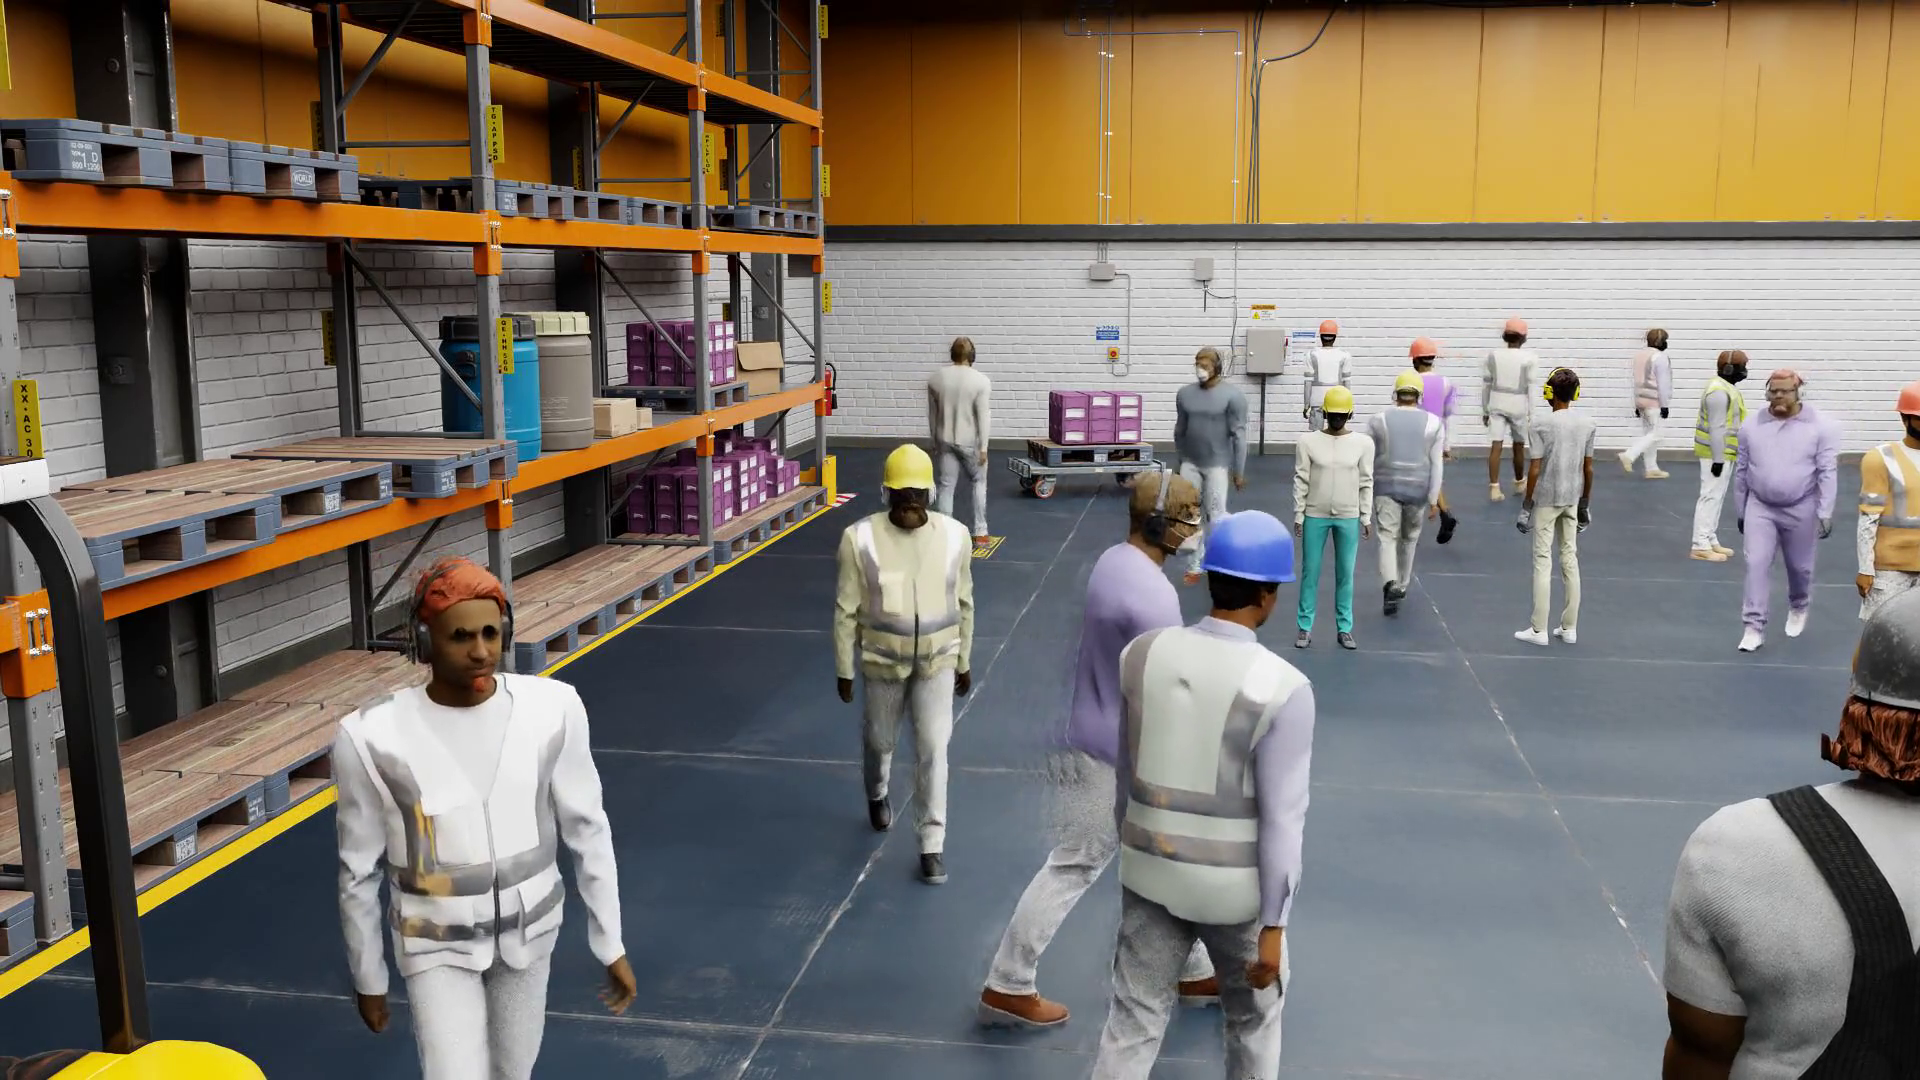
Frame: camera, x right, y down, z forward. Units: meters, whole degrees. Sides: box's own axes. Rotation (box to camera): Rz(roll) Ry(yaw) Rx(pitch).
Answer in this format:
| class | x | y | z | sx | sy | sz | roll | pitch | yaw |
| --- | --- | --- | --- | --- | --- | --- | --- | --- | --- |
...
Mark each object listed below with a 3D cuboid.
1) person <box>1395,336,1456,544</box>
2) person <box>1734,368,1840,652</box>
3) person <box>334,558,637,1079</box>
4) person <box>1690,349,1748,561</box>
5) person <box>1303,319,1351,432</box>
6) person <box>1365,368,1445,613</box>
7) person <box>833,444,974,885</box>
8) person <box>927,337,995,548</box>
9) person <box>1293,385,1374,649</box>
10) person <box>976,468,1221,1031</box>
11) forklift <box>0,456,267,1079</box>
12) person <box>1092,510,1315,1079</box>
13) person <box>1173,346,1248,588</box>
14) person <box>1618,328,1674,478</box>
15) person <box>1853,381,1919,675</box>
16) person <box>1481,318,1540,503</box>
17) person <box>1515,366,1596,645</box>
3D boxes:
| class | x | y | z | sx | sy | sz | roll | pitch | yaw |
| --- | --- | --- | --- | --- | --- | --- | --- | --- | --- |
| person | 4.197 | -0.871 | 15.002 | 0.548 | 1.920 | 0.671 | -3 | 10 | -16 |
| person | 5.525 | -0.224 | 11.151 | 0.641 | 1.875 | 0.914 | 6 | 11 | 35 |
| person | -1.064 | 0.976 | 3.813 | 0.592 | 1.855 | 0.813 | -6 | 11 | -34 |
| person | 6.604 | -0.733 | 14.427 | 0.431 | 1.835 | 0.626 | 6 | 11 | 32 |
| person | 4.292 | -1.610 | 19.489 | 0.543 | 1.939 | 0.370 | 1 | 9 | 7 |
| person | 3.259 | -0.368 | 12.298 | 0.593 | 1.798 | 0.874 | 2 | 9 | 12 |
| person | -0.241 | 0.475 | 7.073 | 0.603 | 1.806 | 0.842 | -2 | 9 | -11 |
| person | 0.038 | -0.863 | 14.954 | 0.655 | 1.915 | 0.744 | 4 | 10 | 24 |
| person | 2.468 | -0.146 | 11.020 | 0.523 | 1.761 | 0.323 | 1 | 9 | 6 |
| person | 0.522 | 0.697 | 5.465 | 0.994 | 1.883 | 0.621 | 0 | 9 | 0 |
| forklift | -2.328 | 0.975 | 2.765 | 2.313 | 2.155 | 1.214 | 1 | 9 | 9 |
| person | 0.593 | 0.884 | 4.296 | 0.625 | 1.900 | 0.741 | 8 | 12 | 41 |
| person | 2.016 | -0.593 | 13.285 | 0.633 | 1.921 | 0.690 | 8 | 12 | 40 |
| person | 8.266 | -1.635 | 19.995 | 0.617 | 1.826 | 0.645 | 0 | 9 | -3 |
| person | 5.045 | 0.117 | 8.844 | 0.552 | 1.935 | 0.370 | -2 | 9 | -10 |
| person | 6.025 | -1.426 | 18.194 | 0.630 | 1.984 | 1.031 | 6 | 11 | 33 |
| person | 3.991 | -0.226 | 11.170 | 0.532 | 1.870 | 0.316 | -2 | 9 | -13 |
